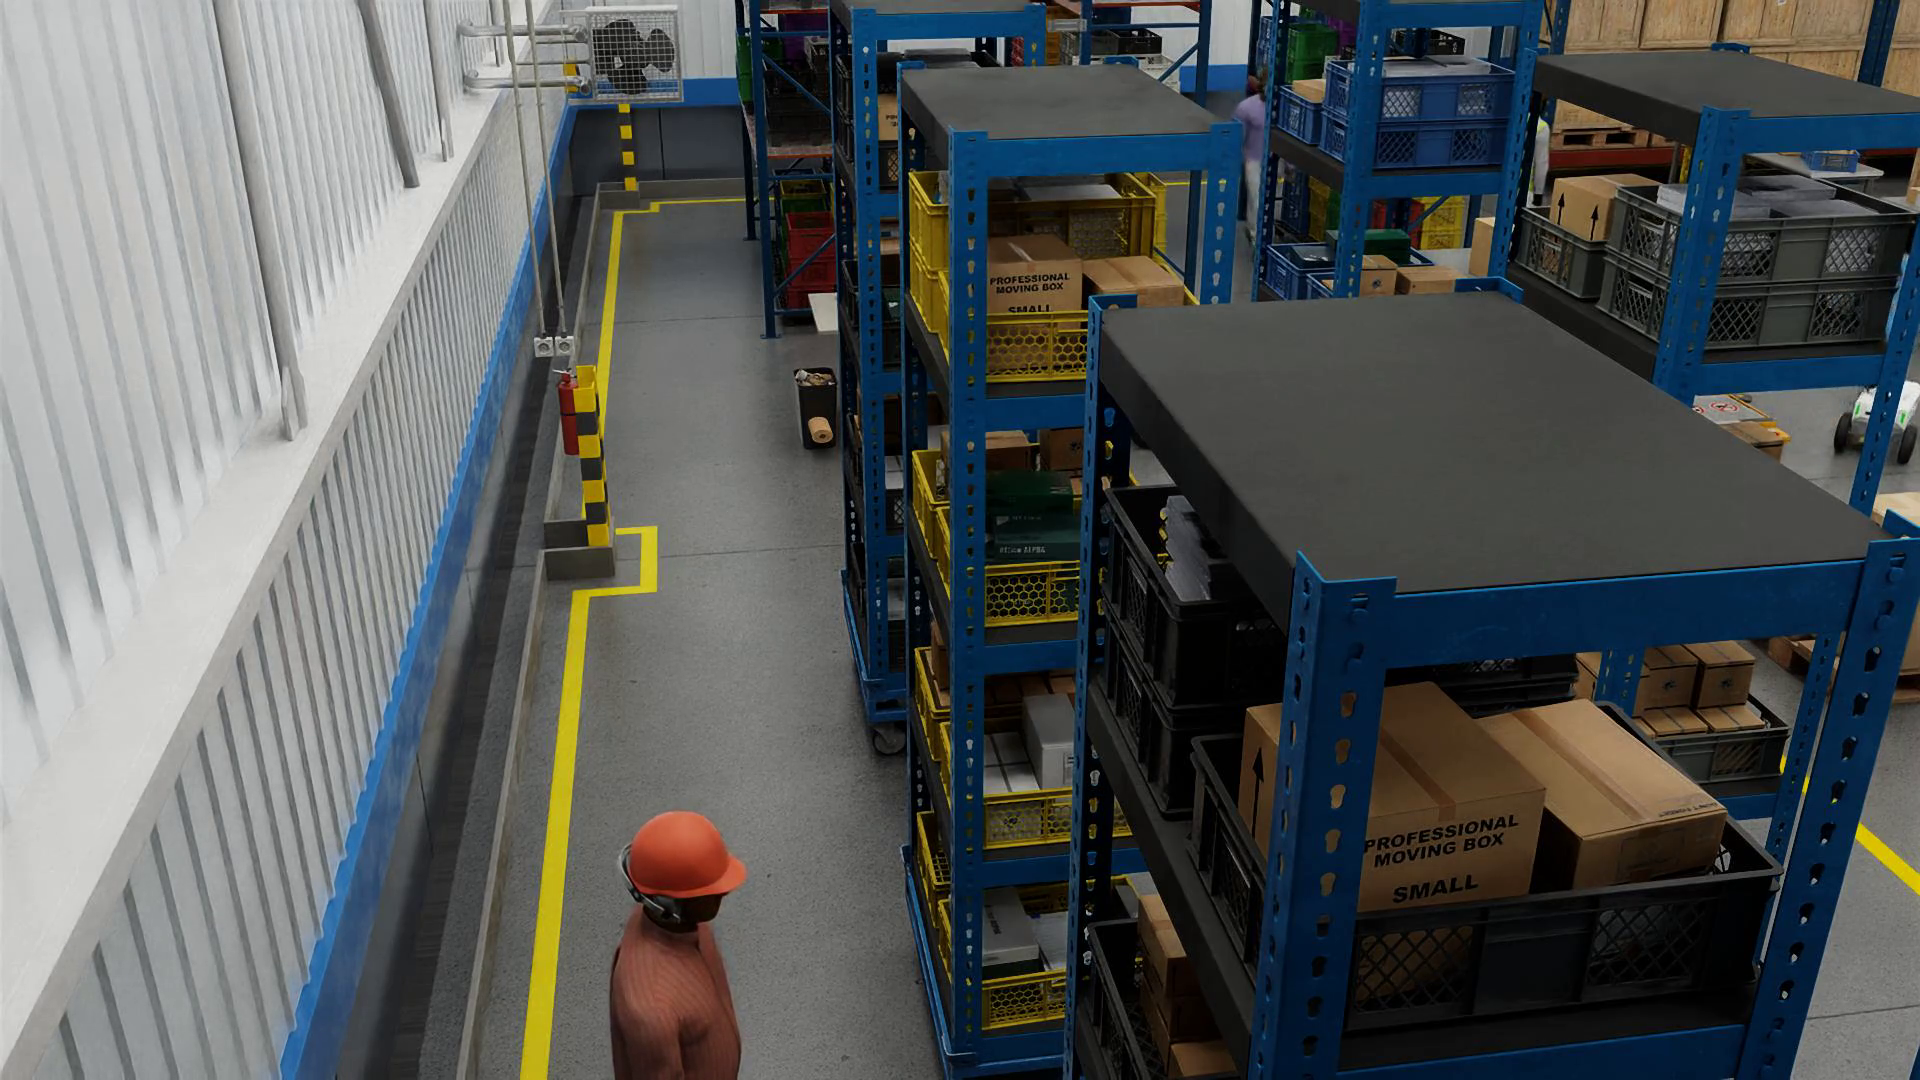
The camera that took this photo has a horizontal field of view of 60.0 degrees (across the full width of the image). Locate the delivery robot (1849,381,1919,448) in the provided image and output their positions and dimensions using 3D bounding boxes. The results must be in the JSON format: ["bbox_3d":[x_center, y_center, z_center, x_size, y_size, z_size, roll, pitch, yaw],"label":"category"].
[{"bbox_3d":[6.645,-0.965,11.917,0.477,0.478,0.707,17,30,32],"label":"delivery robot"}]

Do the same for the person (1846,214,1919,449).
[{"bbox_3d":[6.698,-1.509,11.894,0.790,1.654,0.542,-16,29,-31],"label":"person"}]

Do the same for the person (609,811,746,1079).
[{"bbox_3d":[-0.768,1.618,4.720,0.407,1.987,0.618,-1,25,-2],"label":"person"}]

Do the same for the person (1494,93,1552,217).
[{"bbox_3d":[5.286,-3.346,15.674,0.430,1.844,0.624,-10,27,-21],"label":"person"}]

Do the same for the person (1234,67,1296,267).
[{"bbox_3d":[2.992,-3.761,16.530,0.631,1.890,1.044,-4,25,-9],"label":"person"}]
